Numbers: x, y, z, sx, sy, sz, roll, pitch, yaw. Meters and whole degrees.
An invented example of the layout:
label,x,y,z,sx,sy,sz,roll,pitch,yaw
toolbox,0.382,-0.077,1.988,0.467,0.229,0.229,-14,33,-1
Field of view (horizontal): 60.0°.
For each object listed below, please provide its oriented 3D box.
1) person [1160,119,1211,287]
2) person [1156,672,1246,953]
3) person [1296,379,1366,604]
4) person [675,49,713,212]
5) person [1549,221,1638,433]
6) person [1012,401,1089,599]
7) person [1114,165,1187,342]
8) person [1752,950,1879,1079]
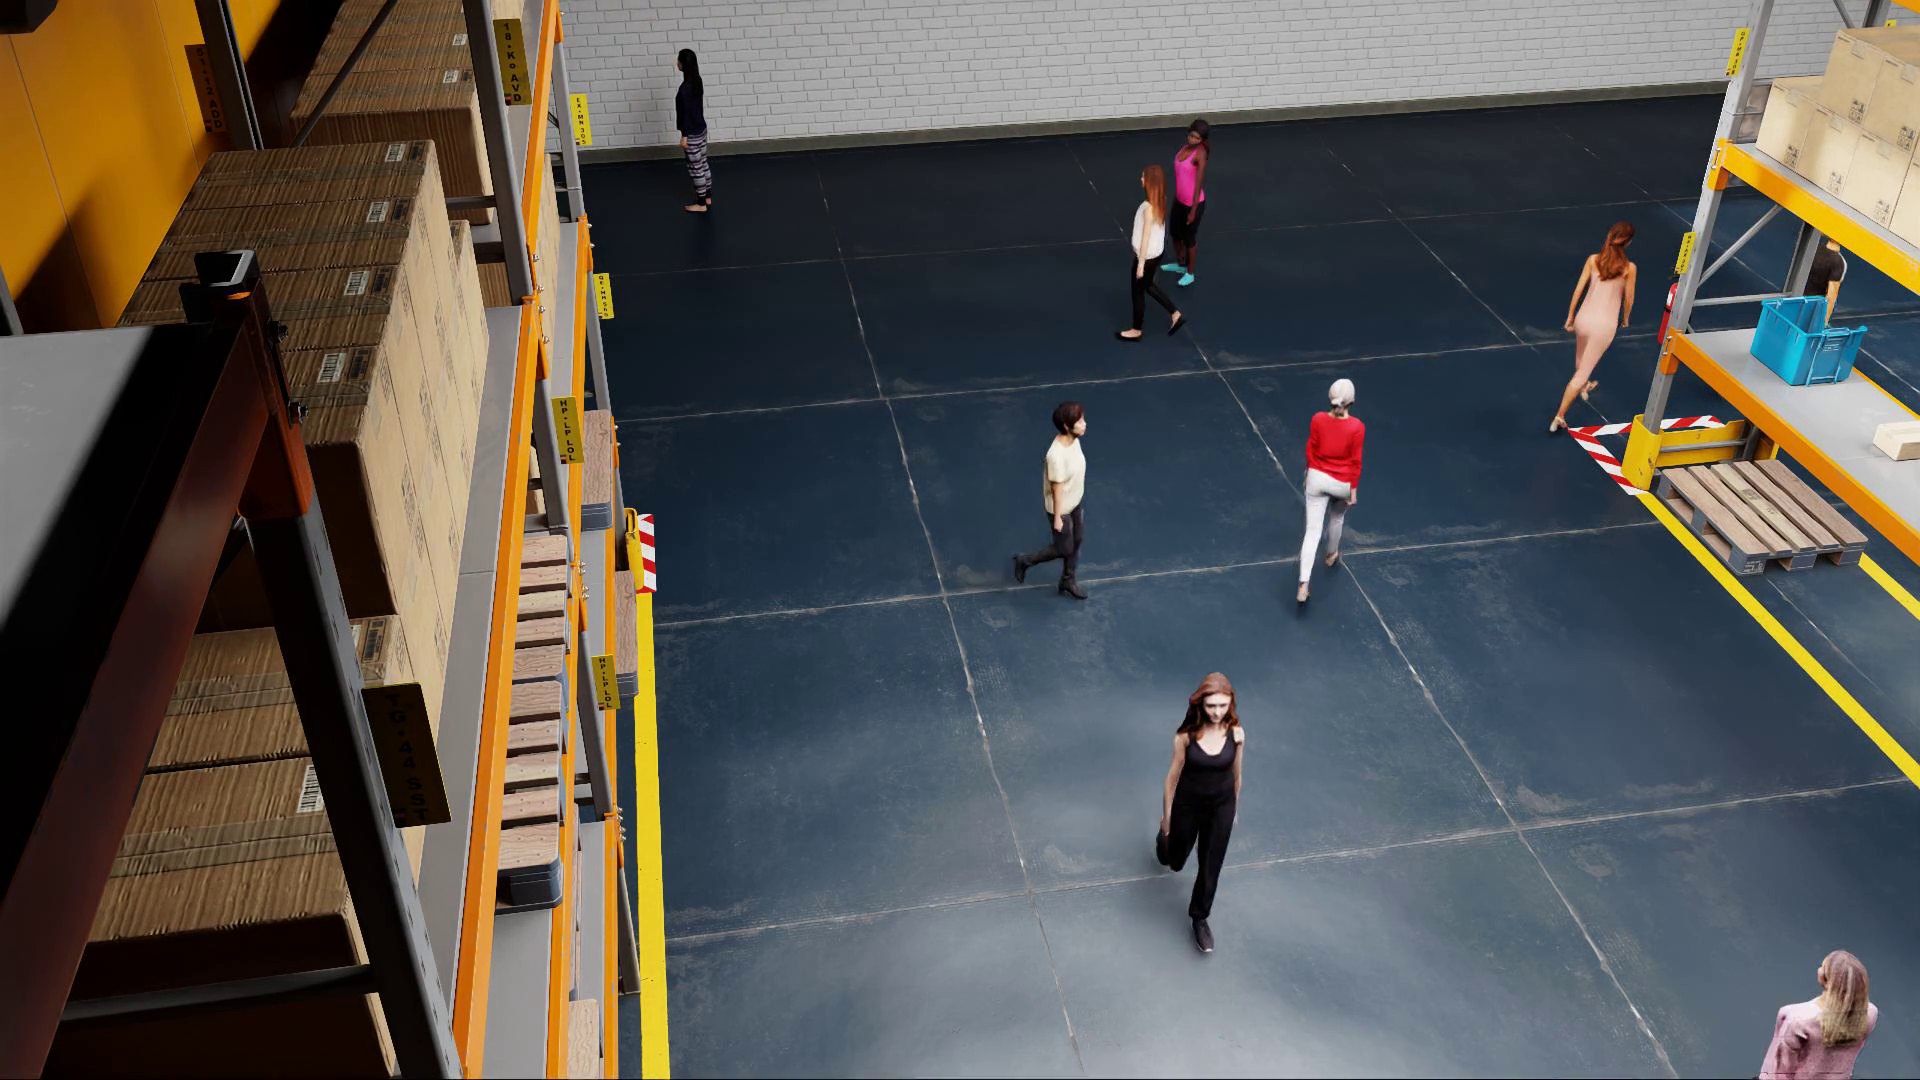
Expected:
label,x,y,z,sx,sy,sz,roll,pitch,yaw
person,2.212,-3.252,16.012,0.803,1.698,0.580,-6,34,-10
person,1.286,1.380,9.015,0.587,1.729,0.979,-5,34,-8
person,2.558,-0.315,11.636,0.974,1.651,1.202,12,36,18
person,-2.817,-4.350,17.631,0.735,1.734,0.596,8,34,12
person,5.144,-1.684,13.579,1.108,1.781,1.100,25,41,33
person,0.667,-0.249,11.610,0.880,1.571,0.854,13,36,19
person,1.763,-2.543,14.934,0.922,1.710,0.927,13,36,18
person,3.770,2.532,7.359,0.685,1.644,1.078,-2,34,-3
